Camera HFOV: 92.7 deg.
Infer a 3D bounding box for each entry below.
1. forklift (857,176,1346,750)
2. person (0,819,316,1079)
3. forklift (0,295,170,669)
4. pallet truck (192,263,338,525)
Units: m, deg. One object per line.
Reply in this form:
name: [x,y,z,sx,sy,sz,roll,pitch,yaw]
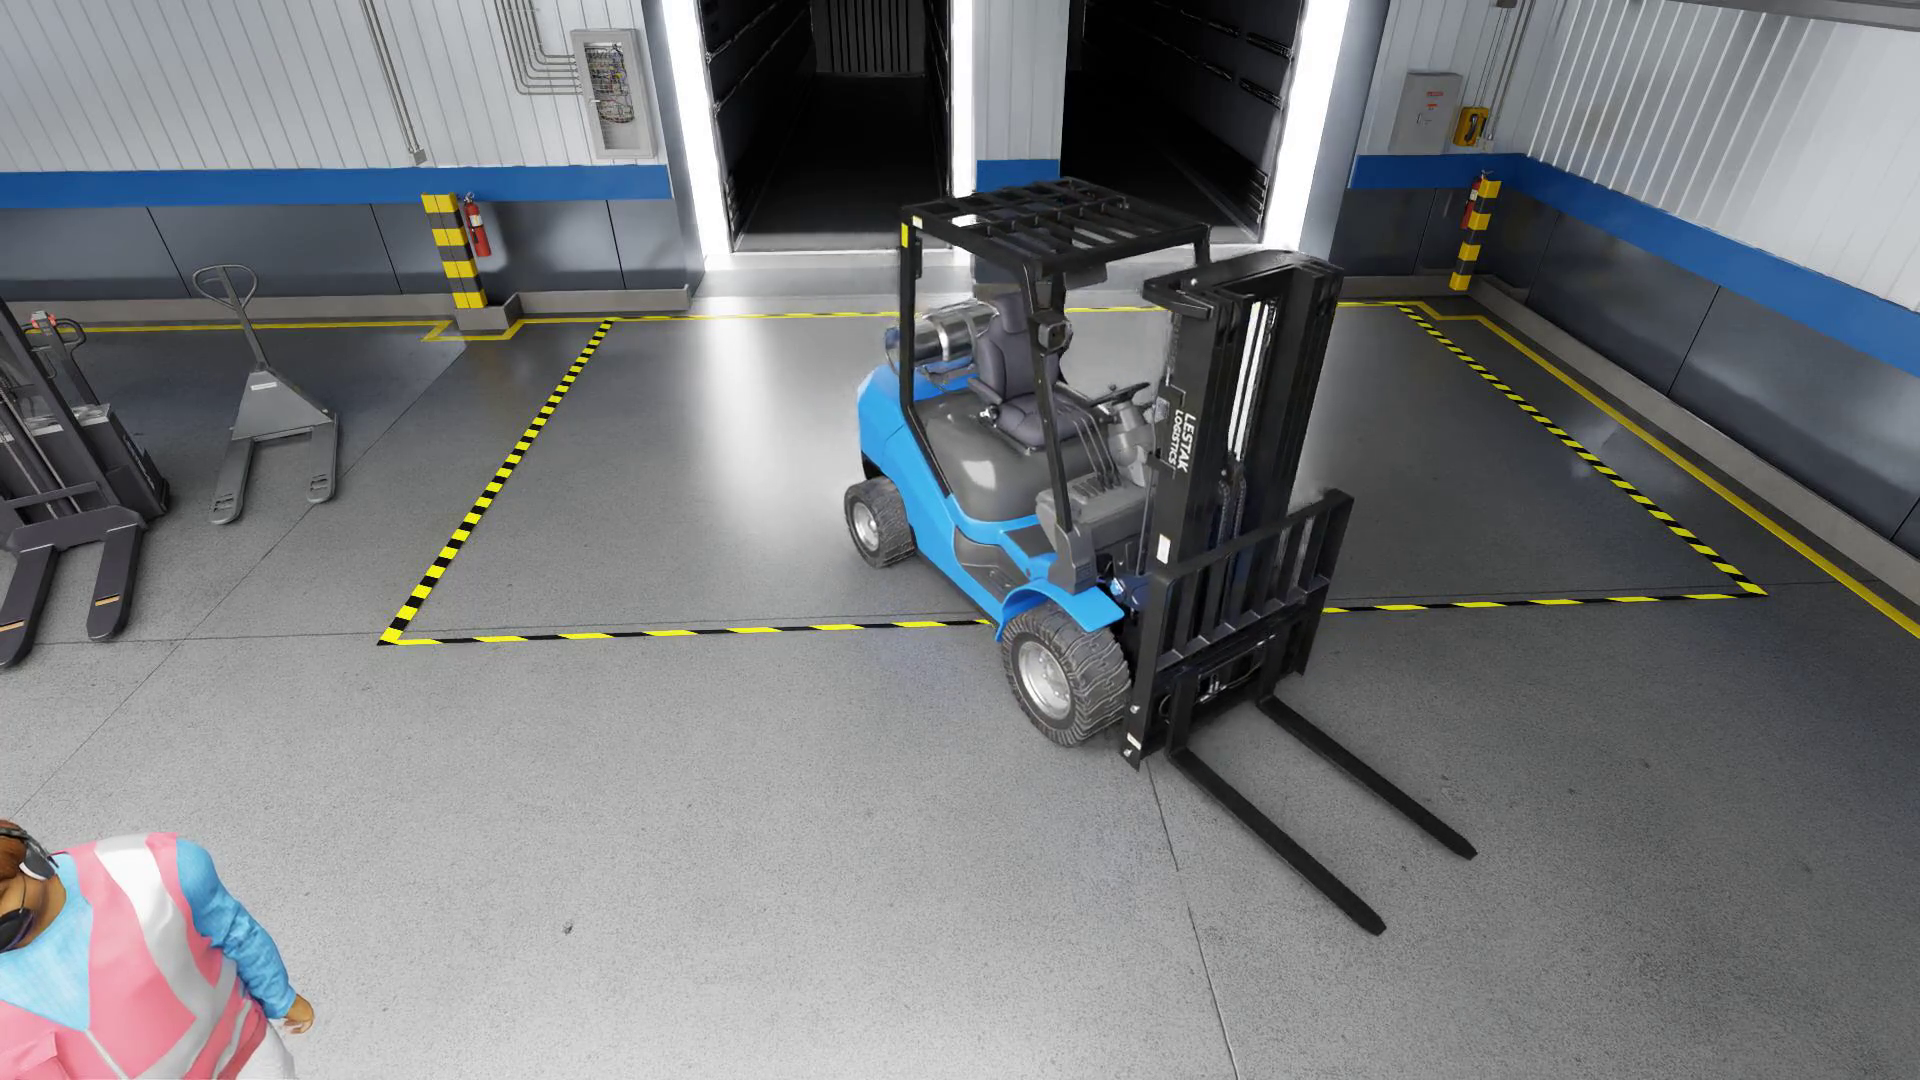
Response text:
forklift: [0.475,-0.618,4.567,1.157,2.036,2.680,-21,40,-27]
person: [-1.951,1.310,2.243,0.431,1.845,0.622,26,43,33]
forklift: [-5.212,-0.618,4.878,0.823,1.965,1.885,-20,39,-26]
pallet truck: [-4.778,-1.027,6.128,0.680,1.201,1.601,-17,38,-23]
